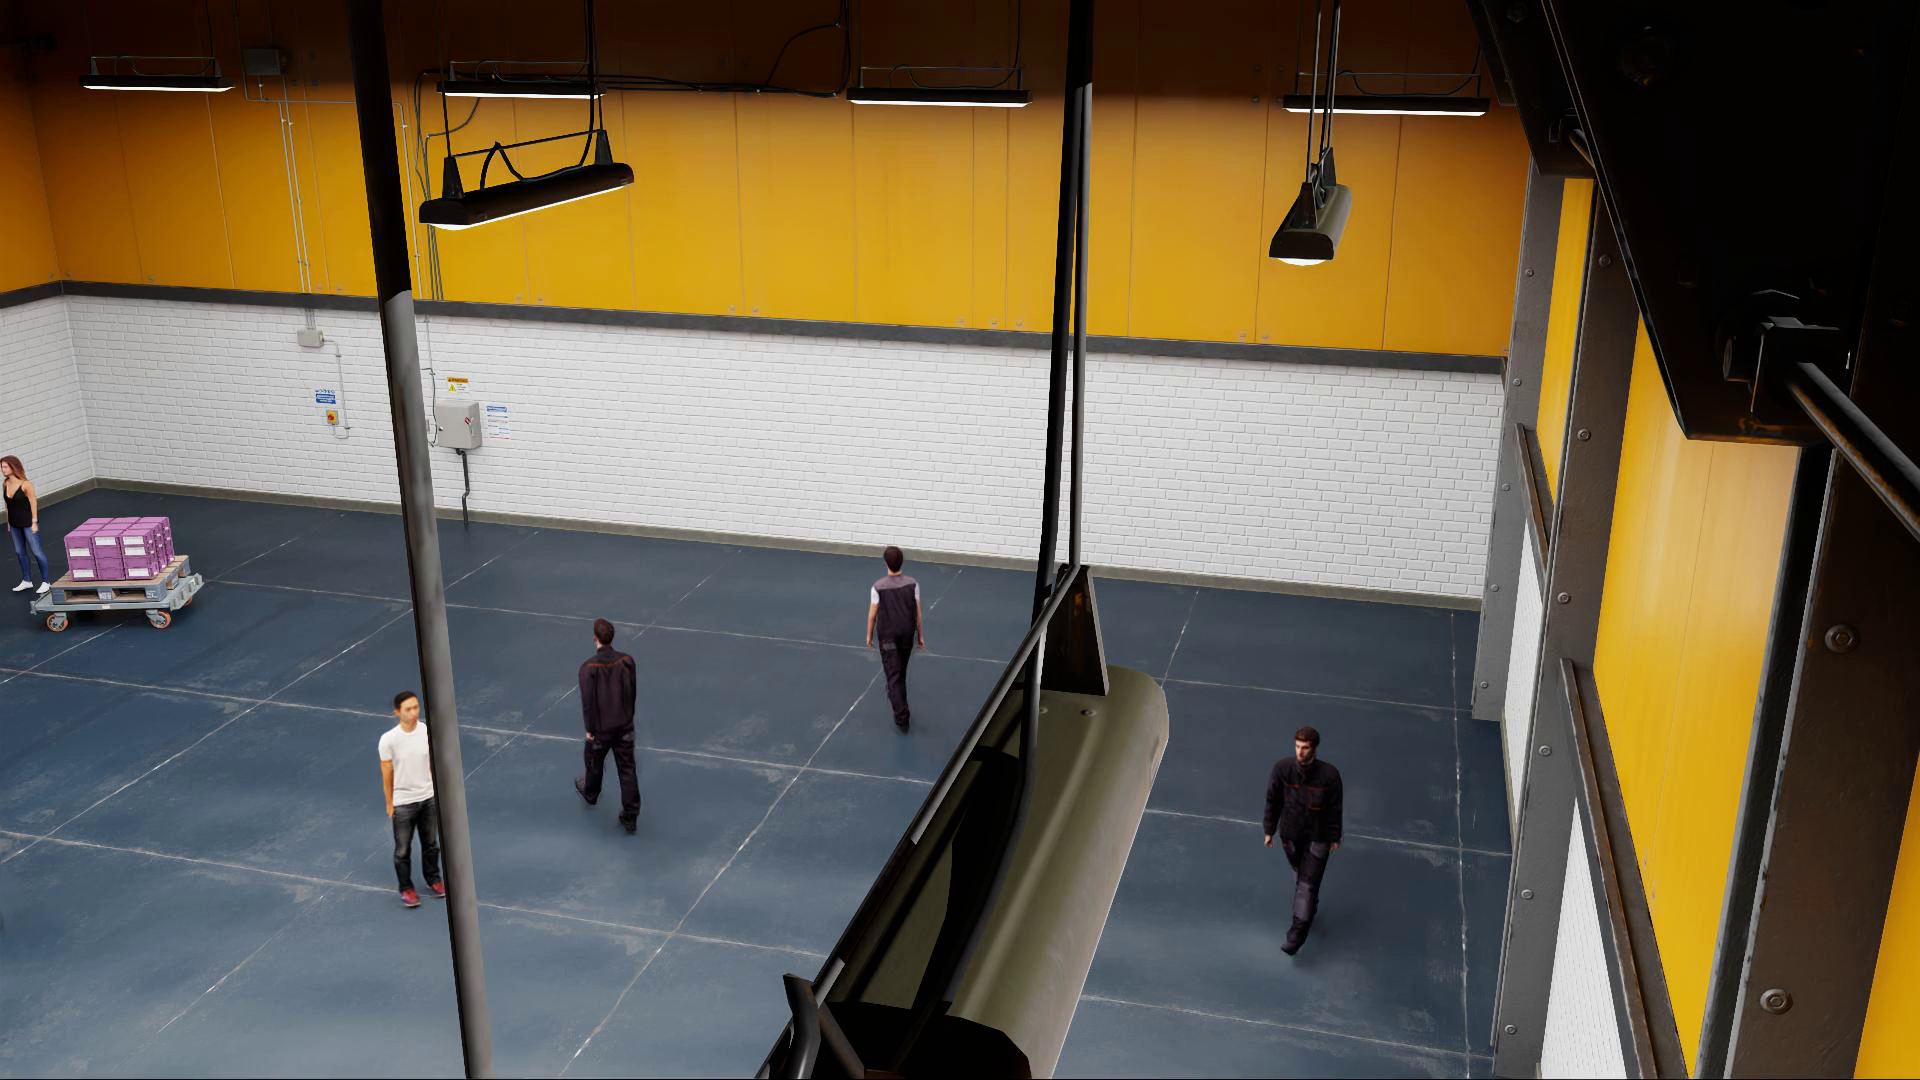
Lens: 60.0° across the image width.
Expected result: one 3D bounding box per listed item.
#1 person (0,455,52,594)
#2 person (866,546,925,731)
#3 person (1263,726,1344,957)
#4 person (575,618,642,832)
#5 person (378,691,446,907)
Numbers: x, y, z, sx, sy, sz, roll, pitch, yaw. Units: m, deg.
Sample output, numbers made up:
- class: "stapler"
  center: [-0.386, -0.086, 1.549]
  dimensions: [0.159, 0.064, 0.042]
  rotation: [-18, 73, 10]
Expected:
- class: "person"
  center: [-11.334, -0.203, 20.134]
  dimensions: [0.592, 1.722, 0.509]
  rotation: [4, 19, 12]
- class: "person"
  center: [-0.603, 1.001, 16.419]
  dimensions: [1.074, 1.810, 1.250]
  rotation: [-6, 19, -16]
- class: "person"
  center: [2.696, 2.238, 12.786]
  dimensions: [0.945, 1.786, 1.223]
  rotation: [11, 22, 29]
- class: "person"
  center: [-3.000, 1.647, 14.421]
  dimensions: [1.171, 1.862, 1.213]
  rotation: [-11, 22, -31]
- class: "person"
  center: [-4.383, 2.045, 13.324]
  dimensions: [0.669, 1.807, 0.775]
  rotation: [-16, 24, -38]
